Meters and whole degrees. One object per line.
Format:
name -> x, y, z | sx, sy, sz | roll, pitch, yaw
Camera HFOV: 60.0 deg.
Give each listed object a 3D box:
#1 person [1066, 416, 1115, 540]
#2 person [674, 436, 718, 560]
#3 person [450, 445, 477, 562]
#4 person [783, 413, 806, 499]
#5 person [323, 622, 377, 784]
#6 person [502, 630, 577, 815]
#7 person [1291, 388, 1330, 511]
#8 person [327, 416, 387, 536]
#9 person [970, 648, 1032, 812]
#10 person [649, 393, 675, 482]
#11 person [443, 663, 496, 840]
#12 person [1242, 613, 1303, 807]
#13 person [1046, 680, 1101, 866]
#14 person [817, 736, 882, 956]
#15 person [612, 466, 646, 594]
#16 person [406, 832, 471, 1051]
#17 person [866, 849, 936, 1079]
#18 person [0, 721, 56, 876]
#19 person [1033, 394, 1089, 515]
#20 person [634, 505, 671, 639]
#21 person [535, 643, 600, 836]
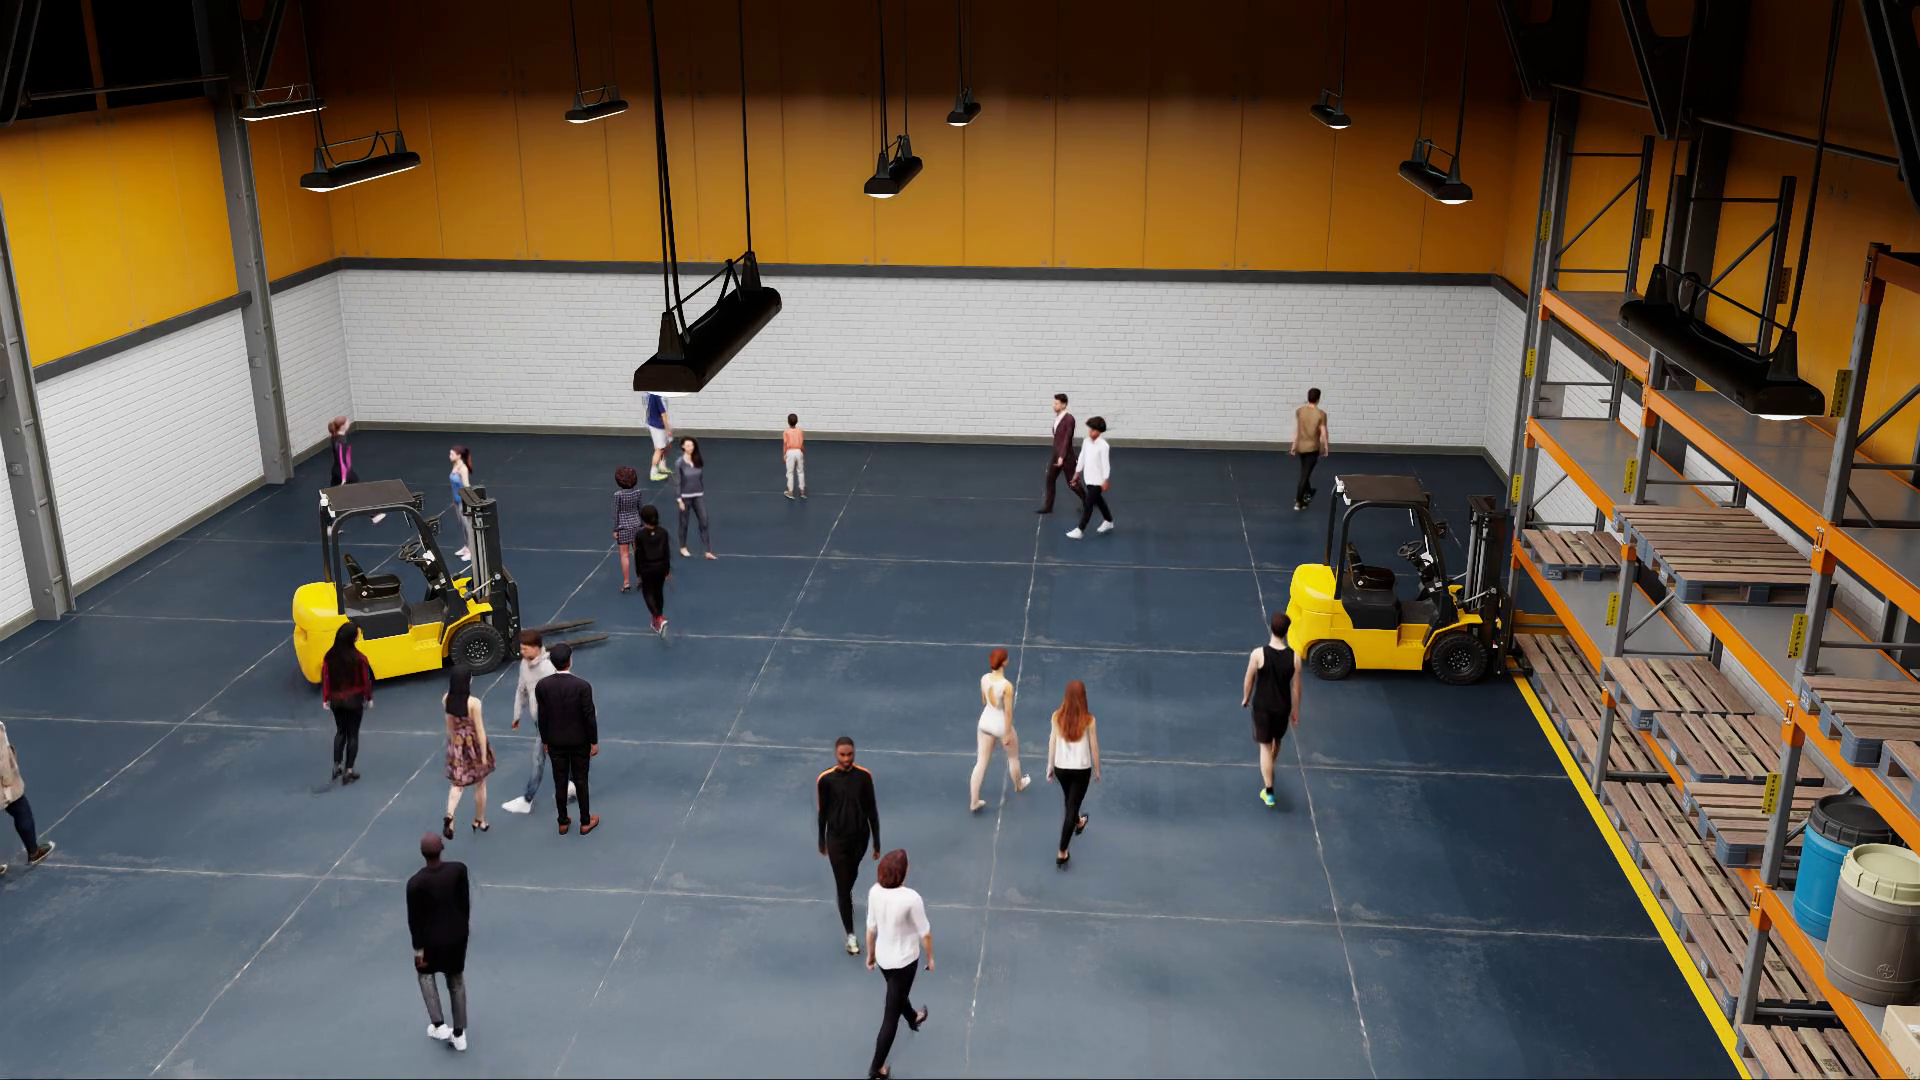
person -> 1.983, -0.892, 23.759 | 1.161, 1.757, 1.169 | -12, 22, -32
person -> -3.759, -0.593, 22.902 | 0.977, 1.737, 1.049 | -14, 23, -36
person -> -6.843, -0.526, 22.902 | 0.717, 1.610, 0.640 | -11, 22, -31
person -> -2.565, -1.316, 25.724 | 0.557, 1.306, 0.582 | -8, 20, -21
person -> -6.099, 1.636, 16.453 | 0.592, 1.628, 0.605 | -2, 19, -7
person -> -3.894, 1.701, 15.984 | 1.239, 1.805, 1.160 | -16, 24, -39
person -> 5.187, -1.344, 25.008 | 1.073, 1.815, 1.200 | 16, 24, 39
person -> -8.935, -0.893, 23.848 | 0.969, 1.702, 1.184 | 13, 23, 34
person -> 0.290, 1.841, 15.895 | 0.882, 1.597, 1.106 | 12, 22, 32
person -> -4.812, -1.812, 26.438 | 0.866, 1.790, 0.697 | -9, 21, -26
person -> -4.549, 1.991, 15.201 | 0.730, 1.754, 0.985 | 6, 19, 16
person -> 3.006, 1.668, 16.031 | 0.749, 1.837, 1.165 | 0, 19, -1
person -> 0.995, 2.117, 14.957 | 0.849, 1.672, 1.184 | 8, 20, 23
person -> -0.943, 2.445, 13.848 | 0.914, 1.759, 1.267 | -4, 19, -13
person -> -4.292, -0.136, 21.601 | 0.695, 1.701, 0.754 | -15, 24, -37
person -> -3.783, 2.987, 12.253 | 0.795, 1.748, 0.850 | -14, 23, -35
person -> -0.506, 3.106, 11.913 | 0.917, 1.739, 1.196 | 9, 21, 26
person -> -8.581, 2.146, 14.560 | 0.696, 1.871, 0.894 | 2, 19, 6
person -> 1.625, -1.261, 24.715 | 1.112, 1.846, 1.197 | -9, 21, -25
person -> -3.678, 0.399, 20.078 | 0.909, 1.659, 1.038 | -10, 21, -27
person -> -3.643, 1.843, 15.439 | 0.705, 1.884, 0.562 | 0, 19, 1
